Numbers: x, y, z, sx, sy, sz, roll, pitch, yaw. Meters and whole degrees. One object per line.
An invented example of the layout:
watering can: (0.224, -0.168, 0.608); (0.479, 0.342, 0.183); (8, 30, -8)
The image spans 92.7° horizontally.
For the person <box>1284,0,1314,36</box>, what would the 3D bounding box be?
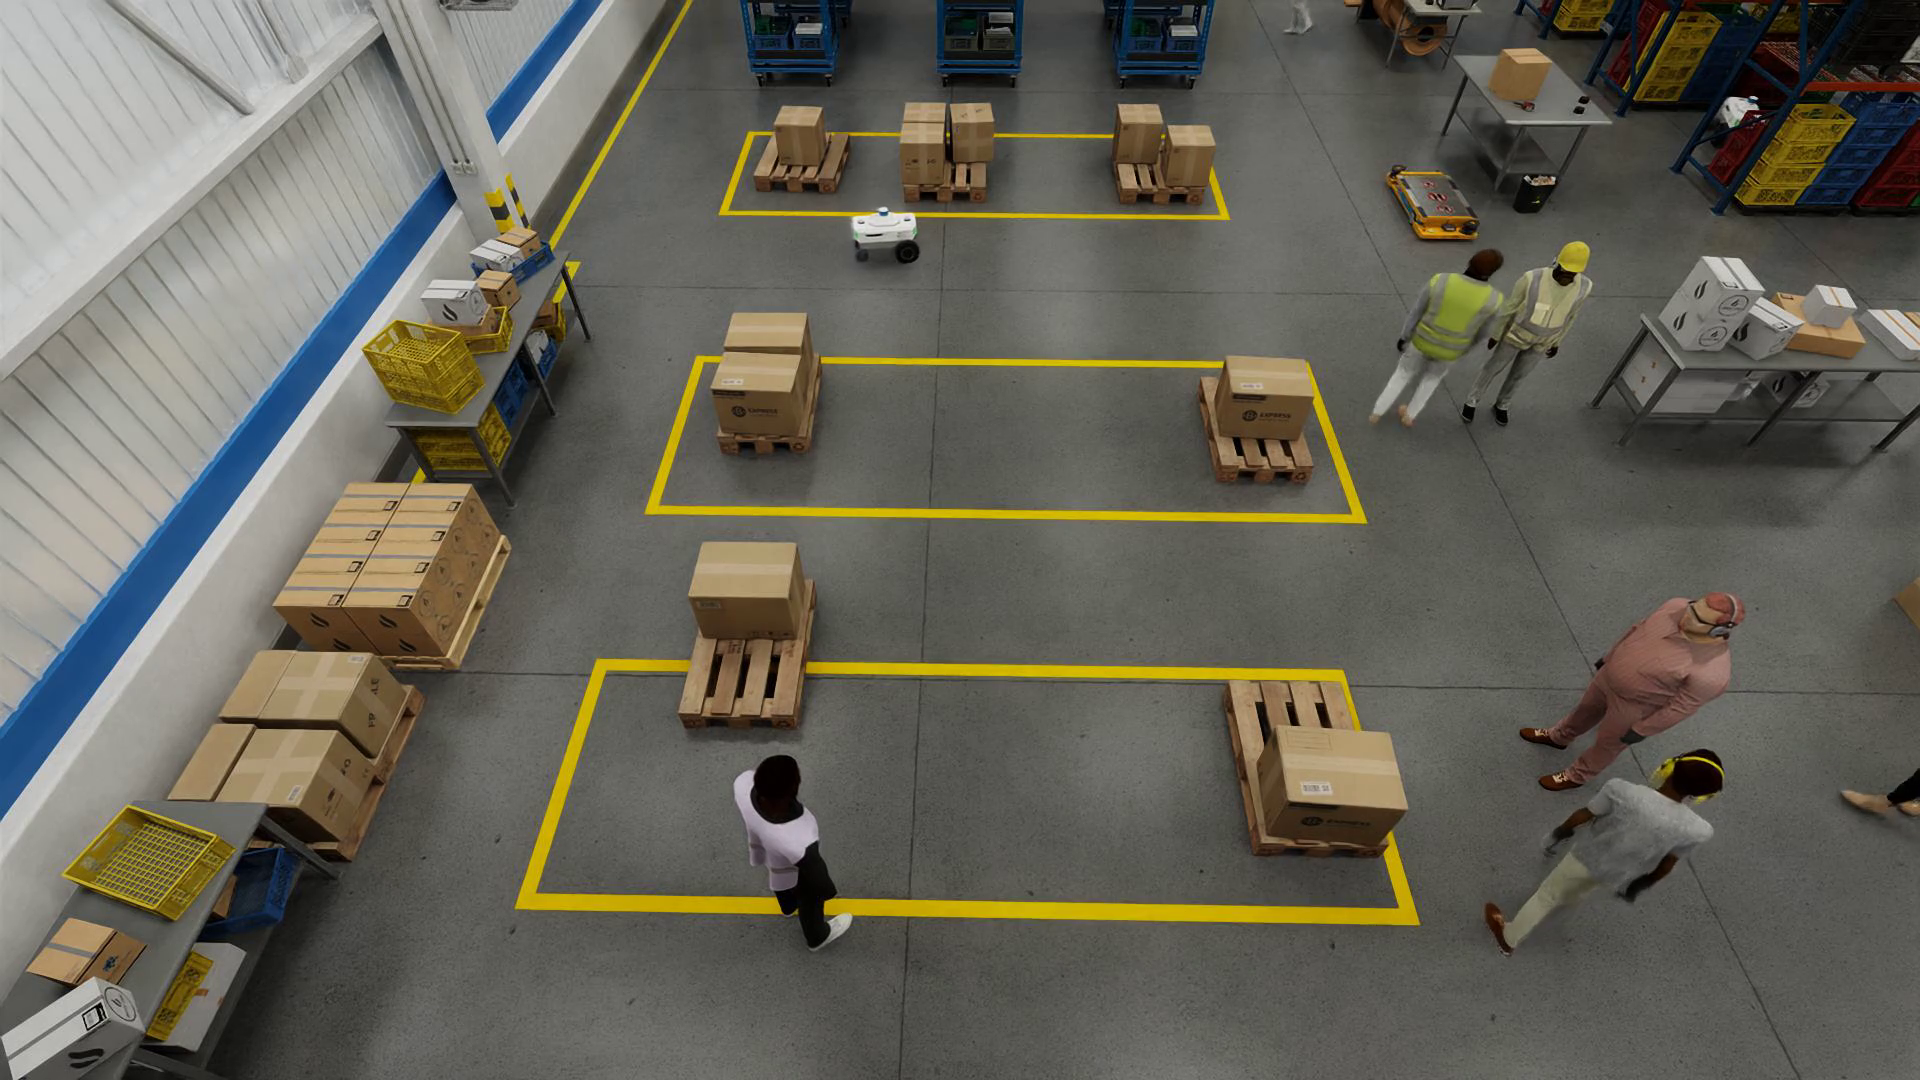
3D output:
person: (5.353, -8.631, 14.086); (0.382, 1.627, 0.553); (12, 50, 10)

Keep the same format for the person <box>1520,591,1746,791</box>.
person: (4.112, 0.929, 5.635); (0.410, 1.912, 0.642); (3, 49, 3)

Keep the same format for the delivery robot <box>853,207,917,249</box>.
delivery robot: (-0.847, -3.493, 10.292); (0.707, 0.478, 0.477); (-5, 49, -4)

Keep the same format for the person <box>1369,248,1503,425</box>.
person: (4.168, -1.717, 7.994); (0.643, 1.805, 0.443); (25, 54, 20)

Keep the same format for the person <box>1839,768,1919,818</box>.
person: (6.195, 1.224, 5.536); (0.727, 1.652, 0.549); (20, 52, 17)

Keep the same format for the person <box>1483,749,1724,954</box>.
person: (3.501, 1.725, 5.013); (0.517, 1.821, 0.682); (22, 53, 18)

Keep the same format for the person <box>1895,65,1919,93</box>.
person: (13.718, -7.212, 12.721); (0.610, 1.865, 0.403); (-8, 50, -7)

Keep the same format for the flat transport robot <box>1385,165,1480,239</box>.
flat transport robot: (5.692, -4.094, 11.059); (0.652, 0.197, 1.431); (1, 49, 1)

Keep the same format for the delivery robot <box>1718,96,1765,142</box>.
delivery robot: (10.351, -5.607, 12.122); (0.477, 0.478, 0.707); (15, 51, 13)

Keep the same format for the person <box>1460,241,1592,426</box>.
person: (4.982, -1.783, 8.032); (0.600, 1.831, 0.404); (8, 50, 7)

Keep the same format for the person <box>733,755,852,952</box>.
person: (-0.913, 1.717, 4.954); (0.376, 1.910, 0.591); (-37, 59, -28)
